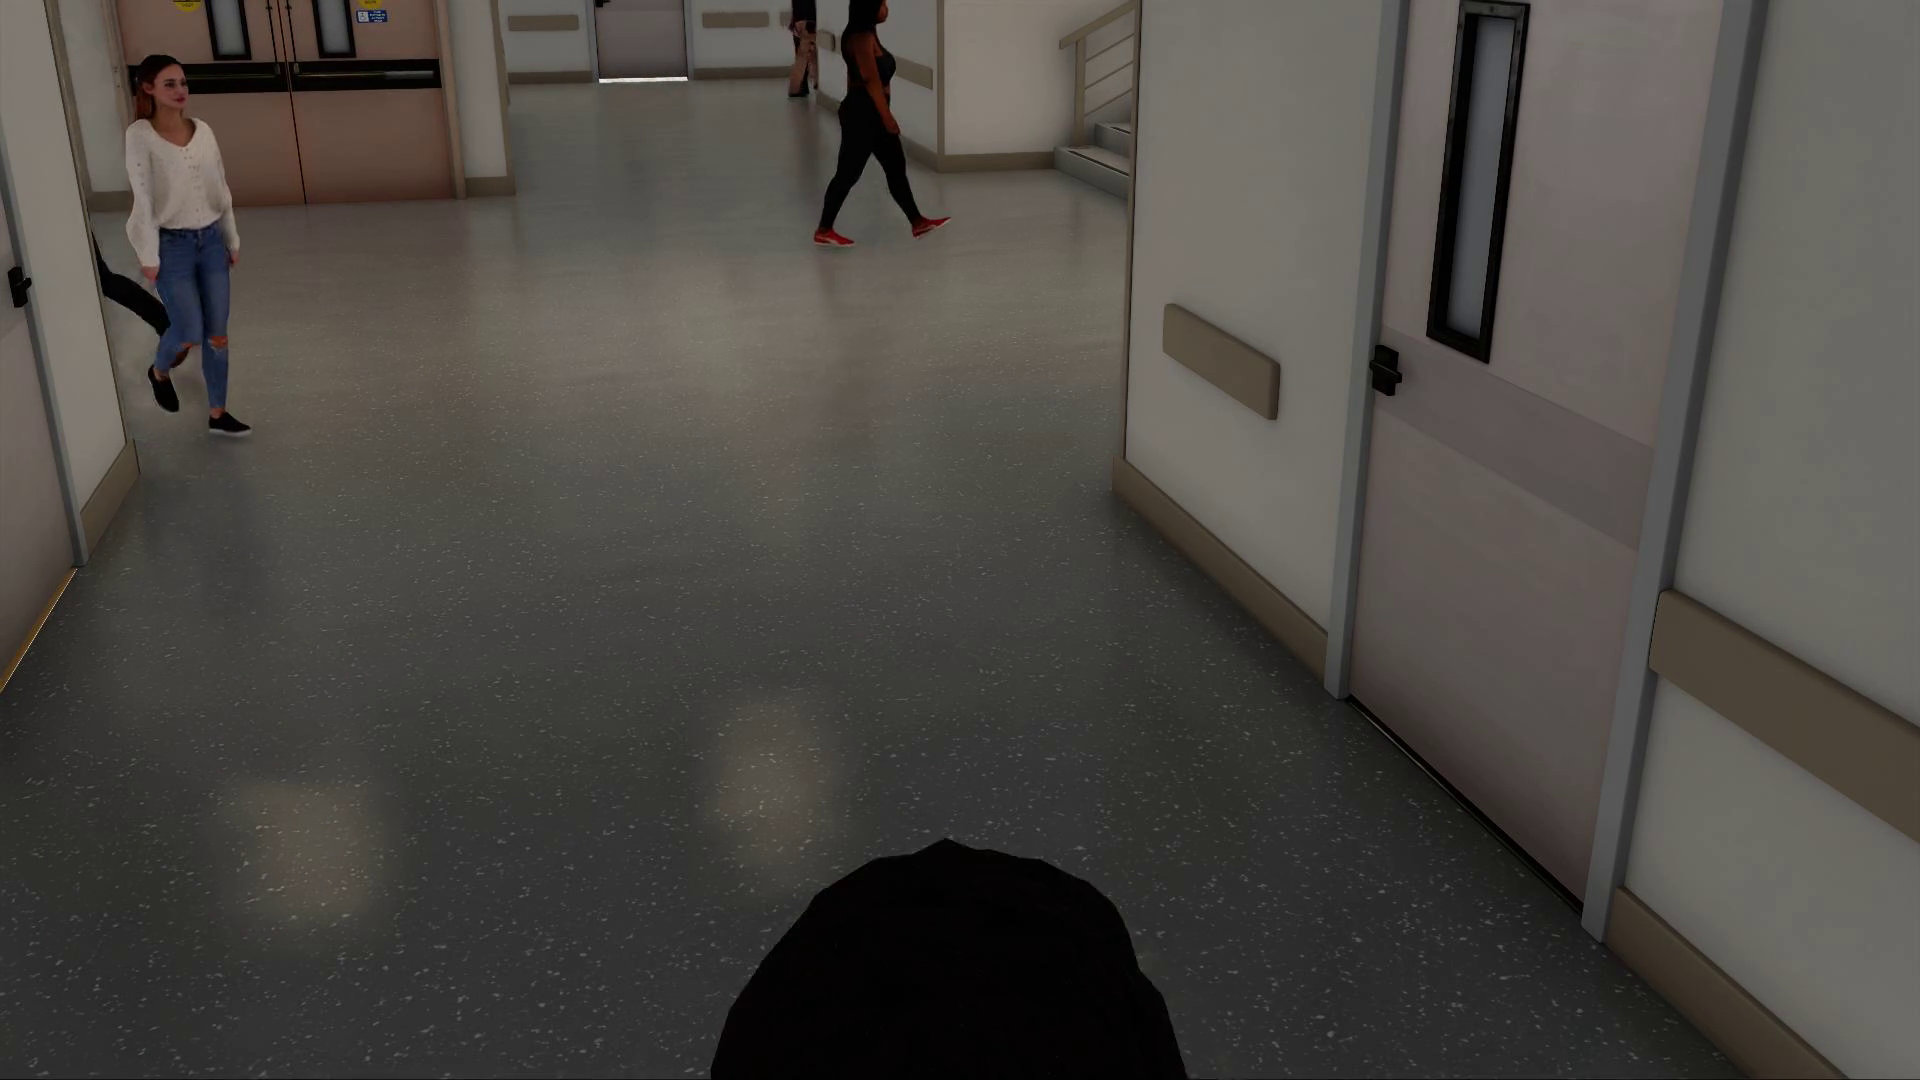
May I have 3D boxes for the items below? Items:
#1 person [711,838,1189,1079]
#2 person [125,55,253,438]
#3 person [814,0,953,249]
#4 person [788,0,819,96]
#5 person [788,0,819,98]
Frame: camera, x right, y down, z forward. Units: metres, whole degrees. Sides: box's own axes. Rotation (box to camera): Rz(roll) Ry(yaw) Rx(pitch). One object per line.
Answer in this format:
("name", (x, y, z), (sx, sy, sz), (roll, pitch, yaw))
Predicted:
("person", (0.007, 1.111, 0.764), (0.897, 1.898, 0.956), (18, 27, 40))
("person", (-3.476, -1.267, 7.353), (0.913, 1.678, 0.856), (12, 24, 30))
("person", (-0.738, -2.863, 11.447), (1.267, 1.763, 0.861), (-1, 21, -2))
("person", (-1.954, -6.606, 21.450), (0.855, 1.678, 0.754), (2, 21, 5))
("person", (-1.963, -6.425, 20.829), (1.122, 1.778, 1.294), (17, 26, 37))
